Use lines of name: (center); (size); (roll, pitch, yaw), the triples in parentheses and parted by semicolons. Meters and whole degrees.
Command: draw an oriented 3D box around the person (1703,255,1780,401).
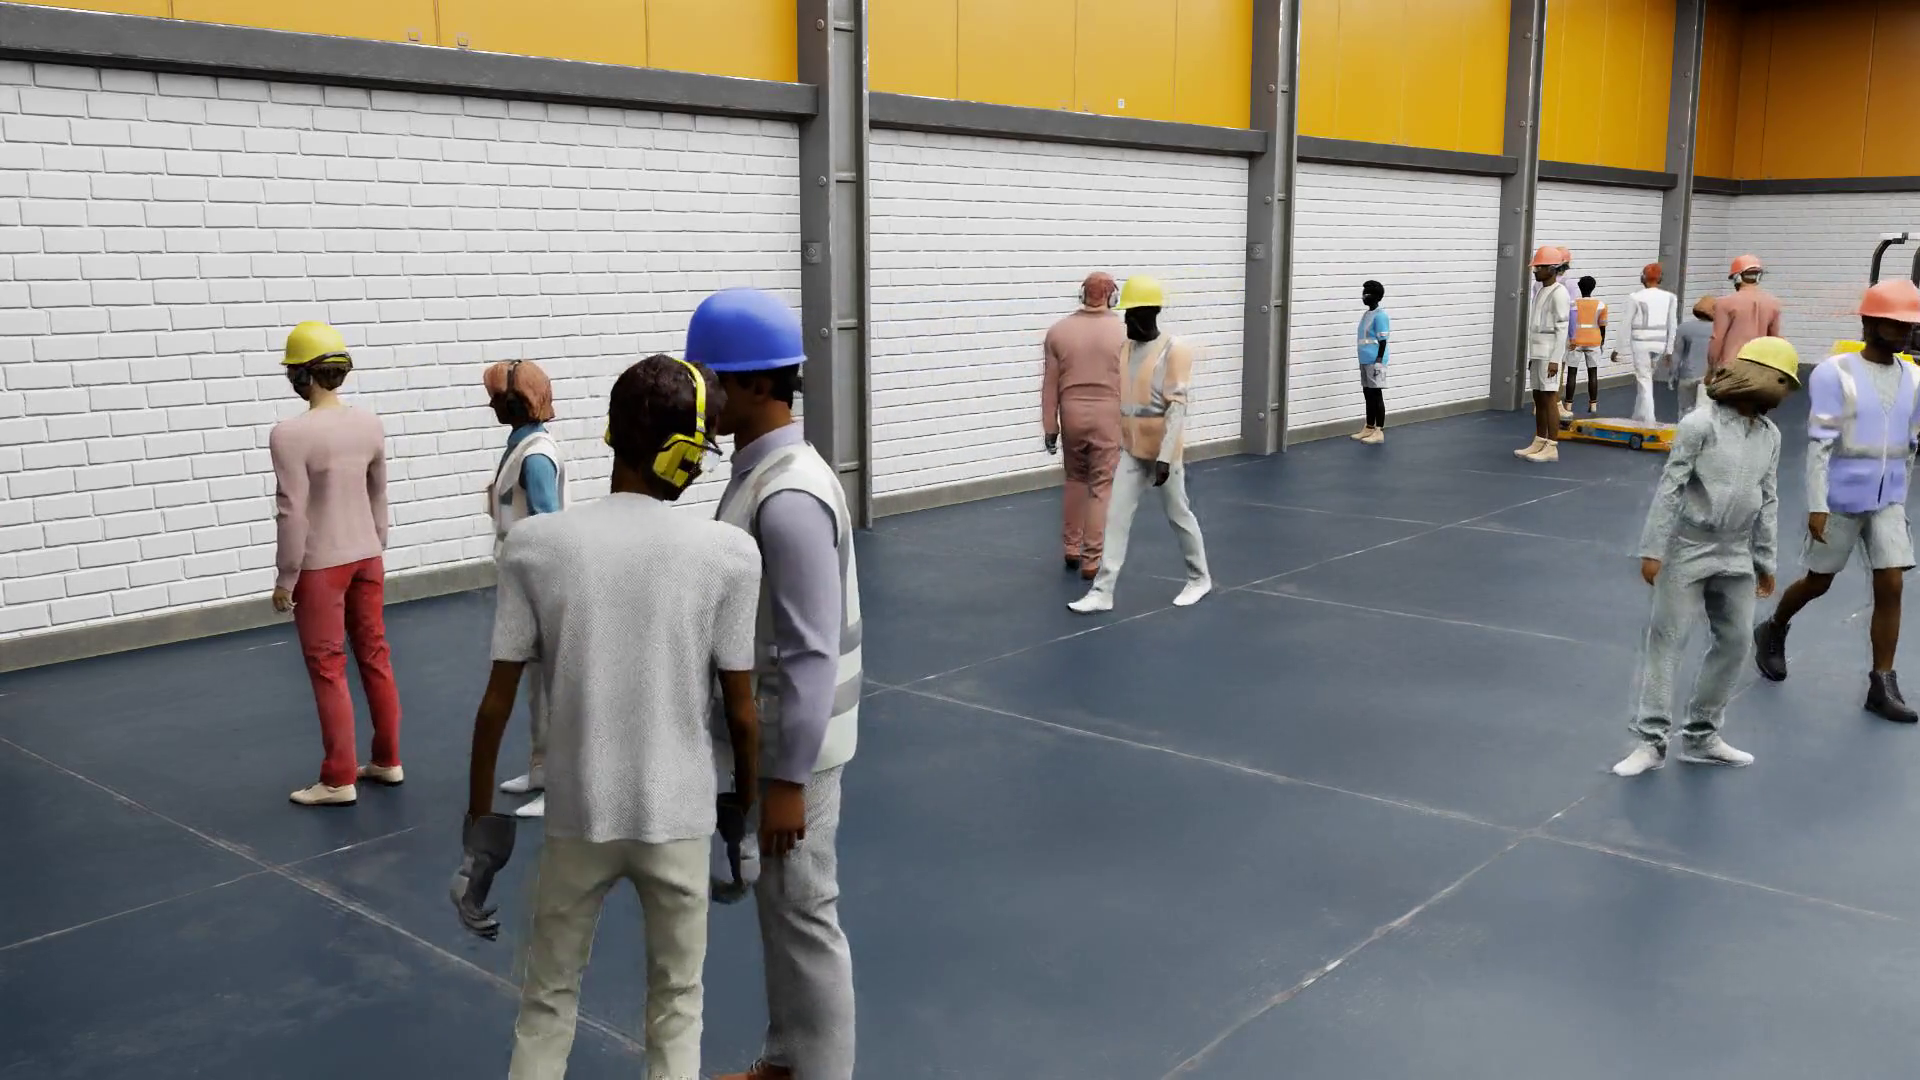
person: (6.777, -1.480, 14.489); (0.848, 1.959, 0.594); (-2, 10, -13)

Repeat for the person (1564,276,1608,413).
person: (7.704, -2.411, 20.540); (0.532, 1.691, 0.321); (3, 10, 15)

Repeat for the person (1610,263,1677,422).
person: (7.456, -2.092, 18.239); (0.586, 1.852, 0.839); (-3, 10, -14)

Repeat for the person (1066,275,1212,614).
person: (1.071, -0.526, 9.273); (0.979, 1.884, 0.602); (-8, 12, -37)

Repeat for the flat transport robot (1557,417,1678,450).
flat transport robot: (6.924, -1.106, 17.135); (0.652, 0.197, 1.431); (-5, 11, -27)

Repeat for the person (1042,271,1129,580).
person: (0.860, -0.714, 10.319); (0.639, 1.882, 0.672); (4, 11, 20)

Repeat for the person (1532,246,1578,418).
person: (7.118, -2.476, 19.879); (0.359, 2.047, 0.615); (-6, 12, -32)

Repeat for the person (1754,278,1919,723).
person: (3.956, -0.209, 7.399); (0.553, 1.908, 0.893); (-1, 10, -4)

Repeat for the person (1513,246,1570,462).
person: (5.548, -1.765, 15.844); (0.373, 2.041, 0.616); (0, 10, -1)

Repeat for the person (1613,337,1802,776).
person: (2.825, 0.080, 6.331); (0.642, 1.698, 0.330); (-3, 10, -17)

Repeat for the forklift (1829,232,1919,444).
forklift: (9.955, -1.972, 16.595); (2.313, 2.155, 1.214); (1, 10, 8)

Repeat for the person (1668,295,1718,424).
person: (7.037, -1.531, 15.839); (0.521, 1.577, 0.848); (5, 11, 27)

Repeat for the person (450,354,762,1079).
person: (-0.707, 0.570, 3.179); (0.675, 1.832, 0.453); (-1, 10, -5)

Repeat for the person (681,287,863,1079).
person: (-0.418, 0.428, 3.638); (0.409, 1.942, 0.614); (-2, 10, -13)

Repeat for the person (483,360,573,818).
person: (-1.523, 0.173, 5.973); (0.315, 1.636, 0.515); (-4, 11, -21)

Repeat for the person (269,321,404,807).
person: (-2.304, 0.091, 6.085); (0.328, 1.763, 0.538); (4, 11, 23)

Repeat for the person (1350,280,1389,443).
person: (4.291, -1.855, 17.342); (0.317, 1.695, 0.540); (-1, 10, -6)
